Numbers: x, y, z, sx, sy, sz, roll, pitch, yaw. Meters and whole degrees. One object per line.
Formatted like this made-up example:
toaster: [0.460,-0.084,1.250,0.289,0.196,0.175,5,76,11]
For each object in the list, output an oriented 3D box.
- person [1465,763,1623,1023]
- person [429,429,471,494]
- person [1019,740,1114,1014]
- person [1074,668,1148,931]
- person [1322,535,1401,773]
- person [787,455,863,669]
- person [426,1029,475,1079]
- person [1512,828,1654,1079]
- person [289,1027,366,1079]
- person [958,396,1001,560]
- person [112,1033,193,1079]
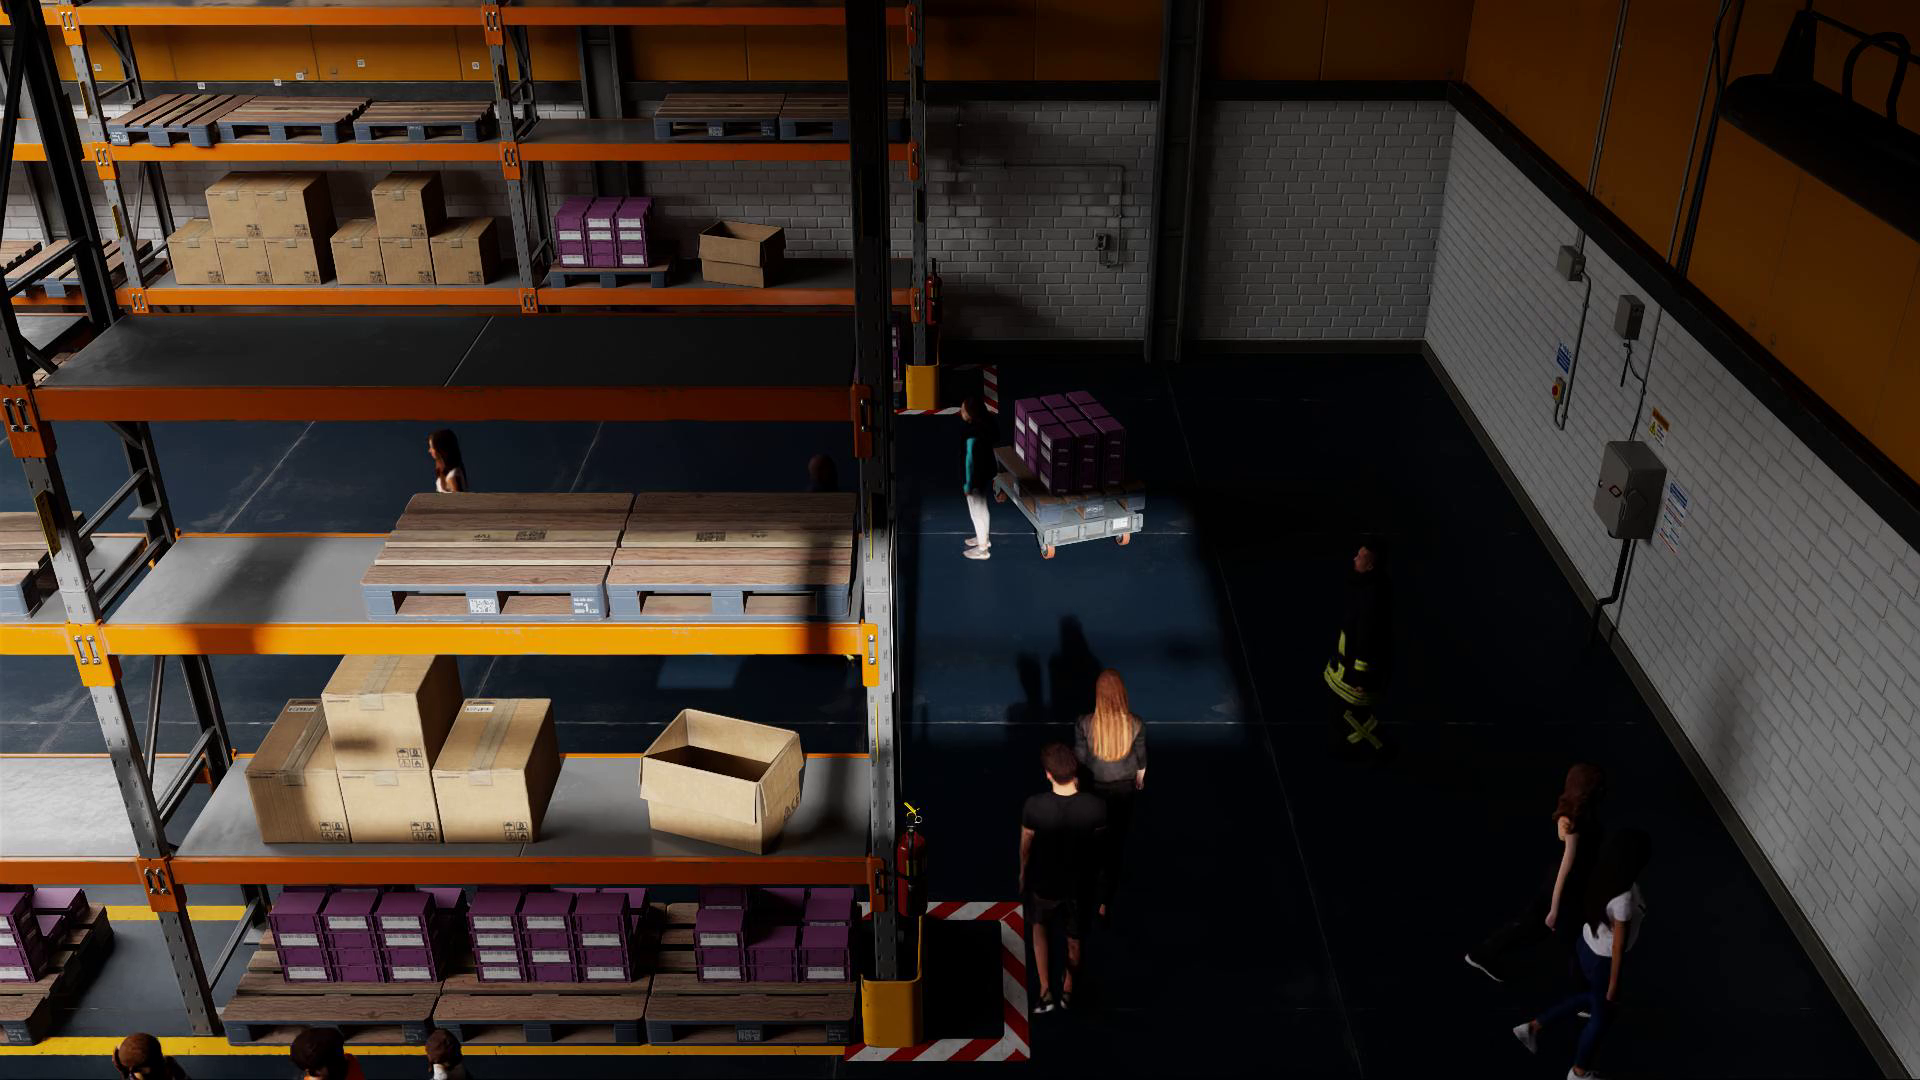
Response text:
person: [3.396,1.983,9.590,1.211,1.711,0.905,12,31,21]
person: [-3.885,-0.083,13.360,1.182,1.727,0.795,-8,30,-15]
person: [0.581,1.991,9.432,0.729,1.846,0.760,1,29,2]
person: [0.911,1.618,10.287,1.111,1.684,0.812,5,29,9]
person: [2.894,0.817,11.585,0.957,1.847,0.896,9,30,16]
person: [-1.129,0.171,12.817,0.998,1.800,0.744,0,29,0]
person: [-2.685,2.927,8.614,0.747,0.987,0.515,-6,29,-12]
person: [3.384,2.271,9.010,0.880,1.759,0.711,6,29,11]
person: [-2.879,2.939,7.687,1.048,1.854,0.683,-1,29,-1]
person: [0.152,-0.558,14.473,0.610,1.495,0.599,5,29,8]
person: [-4.011,2.940,8.278,0.759,1.286,0.582,2,29,4]
